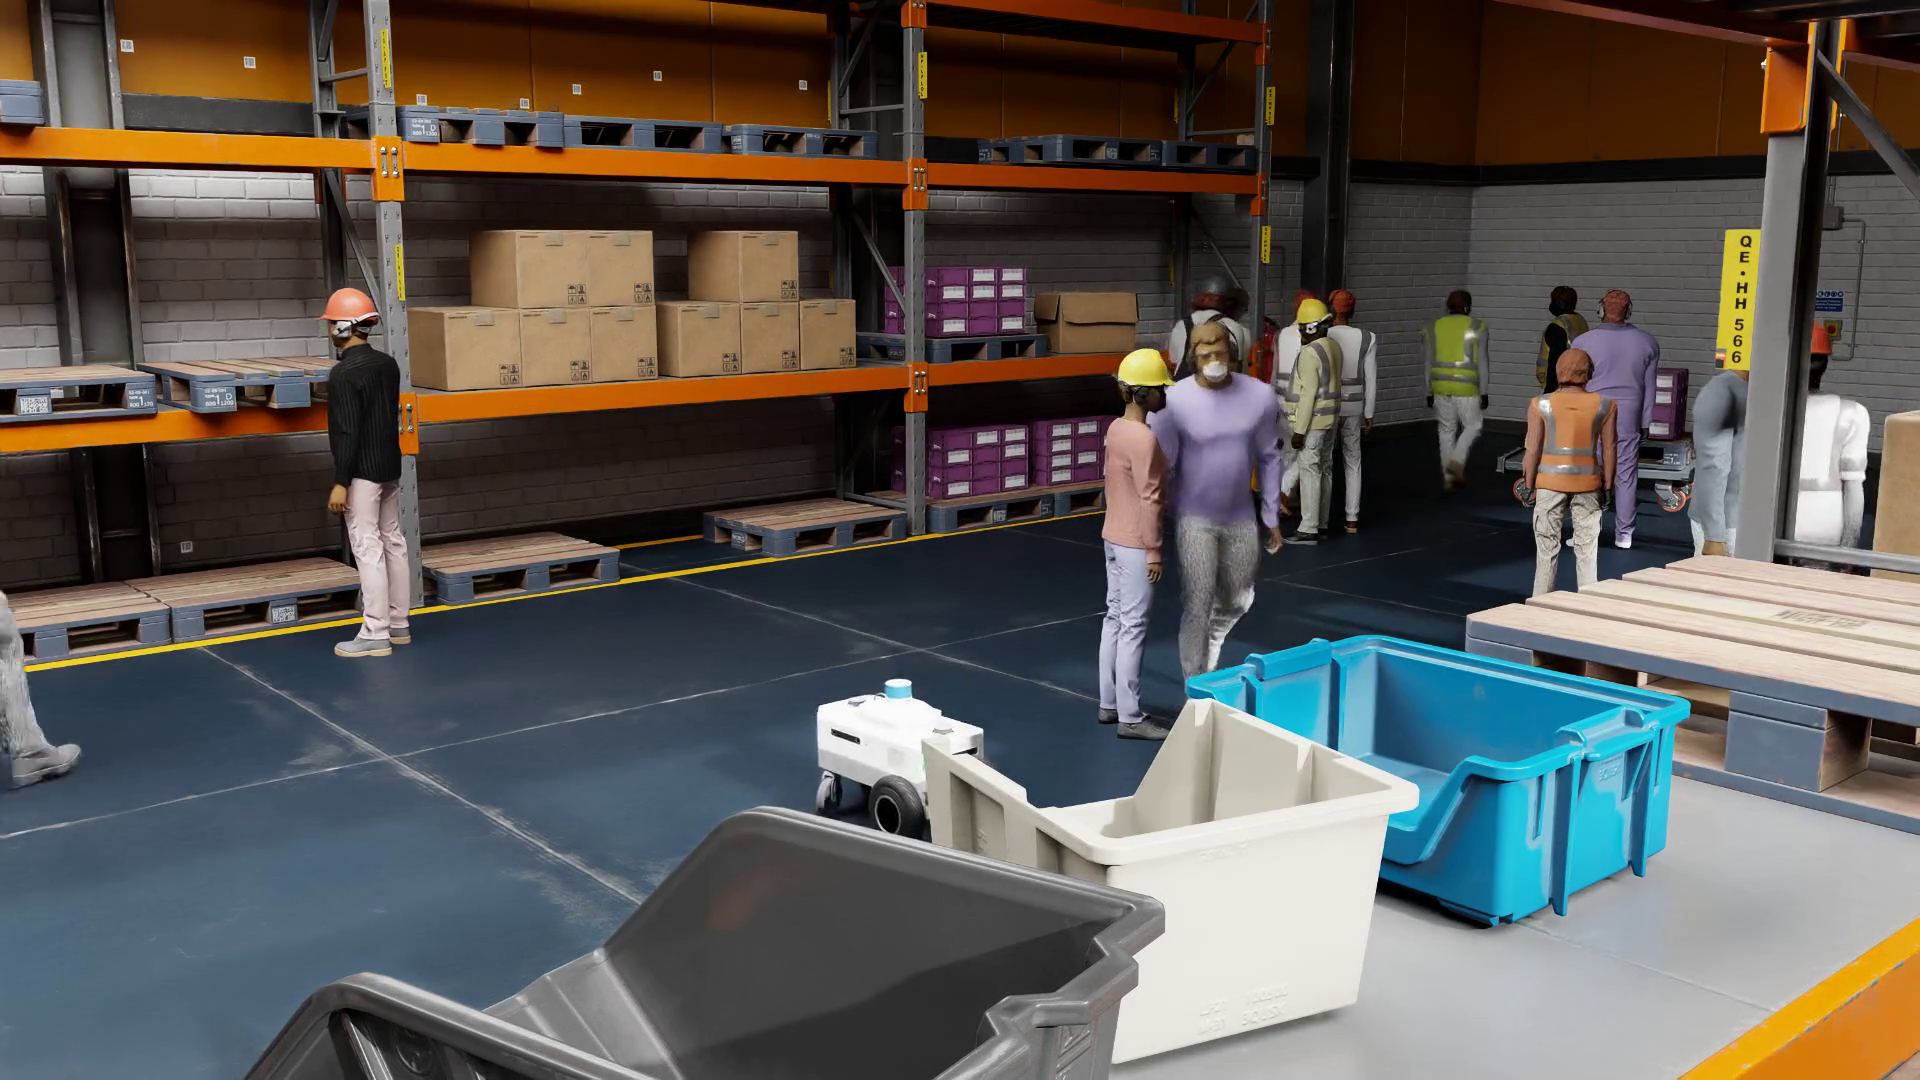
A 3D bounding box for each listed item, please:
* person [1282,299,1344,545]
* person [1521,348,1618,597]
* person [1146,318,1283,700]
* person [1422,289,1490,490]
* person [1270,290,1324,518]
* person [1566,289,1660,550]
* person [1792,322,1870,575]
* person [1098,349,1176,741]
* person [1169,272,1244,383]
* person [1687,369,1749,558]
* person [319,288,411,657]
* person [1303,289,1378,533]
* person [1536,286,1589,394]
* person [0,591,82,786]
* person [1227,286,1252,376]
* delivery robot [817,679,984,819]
[{"bbox_3d":[2.620,-0.877,12.400,0.404,1.828,0.587,6,12,31],"label":"person"},{"bbox_3d":[3.521,-0.289,9.634,0.523,1.639,0.314,2,10,11],"label":"person"},{"bbox_3d":[1.159,-0.098,7.822,0.662,1.910,0.820,-3,11,-16],"label":"person"},{"bbox_3d":[4.475,-1.348,15.046,0.641,1.819,0.464,8,13,38],"label":"person"},{"bbox_3d":[2.684,-1.074,13.411,0.526,1.873,0.653,-6,12,-31],"label":"person"},{"bbox_3d":[4.718,-0.867,12.121,0.641,1.909,0.409,0,10,2],"label":"person"},{"bbox_3d":[3.763,-0.036,7.492,0.548,1.904,0.784,4,11,22],"label":"person"},{"bbox_3d":[0.810,0.020,7.549,0.310,1.768,0.533,-2,10,-13],"label":"person"},{"bbox_3d":[1.922,-1.058,12.815,0.710,2.000,0.591,10,14,44],"label":"person"},{"bbox_3d":[3.484,-0.056,7.485,0.371,1.940,0.627,10,14,43],"label":"person"},{"bbox_3d":[-3.242,-0.363,9.050,0.380,1.996,0.608,1,10,8],"label":"person"},{"bbox_3d":[2.919,-0.986,12.852,0.583,1.883,0.350,0,10,0],"label":"person"},{"bbox_3d":[5.578,-1.435,15.487,0.430,1.845,0.621,9,14,41],"label":"person"},{"bbox_3d":[-4.026,0.090,6.713,0.651,1.913,0.843,4,11,22],"label":"person"},{"bbox_3d":[2.098,-1.059,13.258,0.660,1.898,0.622,-10,14,-44],"label":"person"},{"bbox_3d":[-0.236,0.781,6.416,0.477,0.478,0.707,-9,13,-41],"label":"delivery robot"}]
